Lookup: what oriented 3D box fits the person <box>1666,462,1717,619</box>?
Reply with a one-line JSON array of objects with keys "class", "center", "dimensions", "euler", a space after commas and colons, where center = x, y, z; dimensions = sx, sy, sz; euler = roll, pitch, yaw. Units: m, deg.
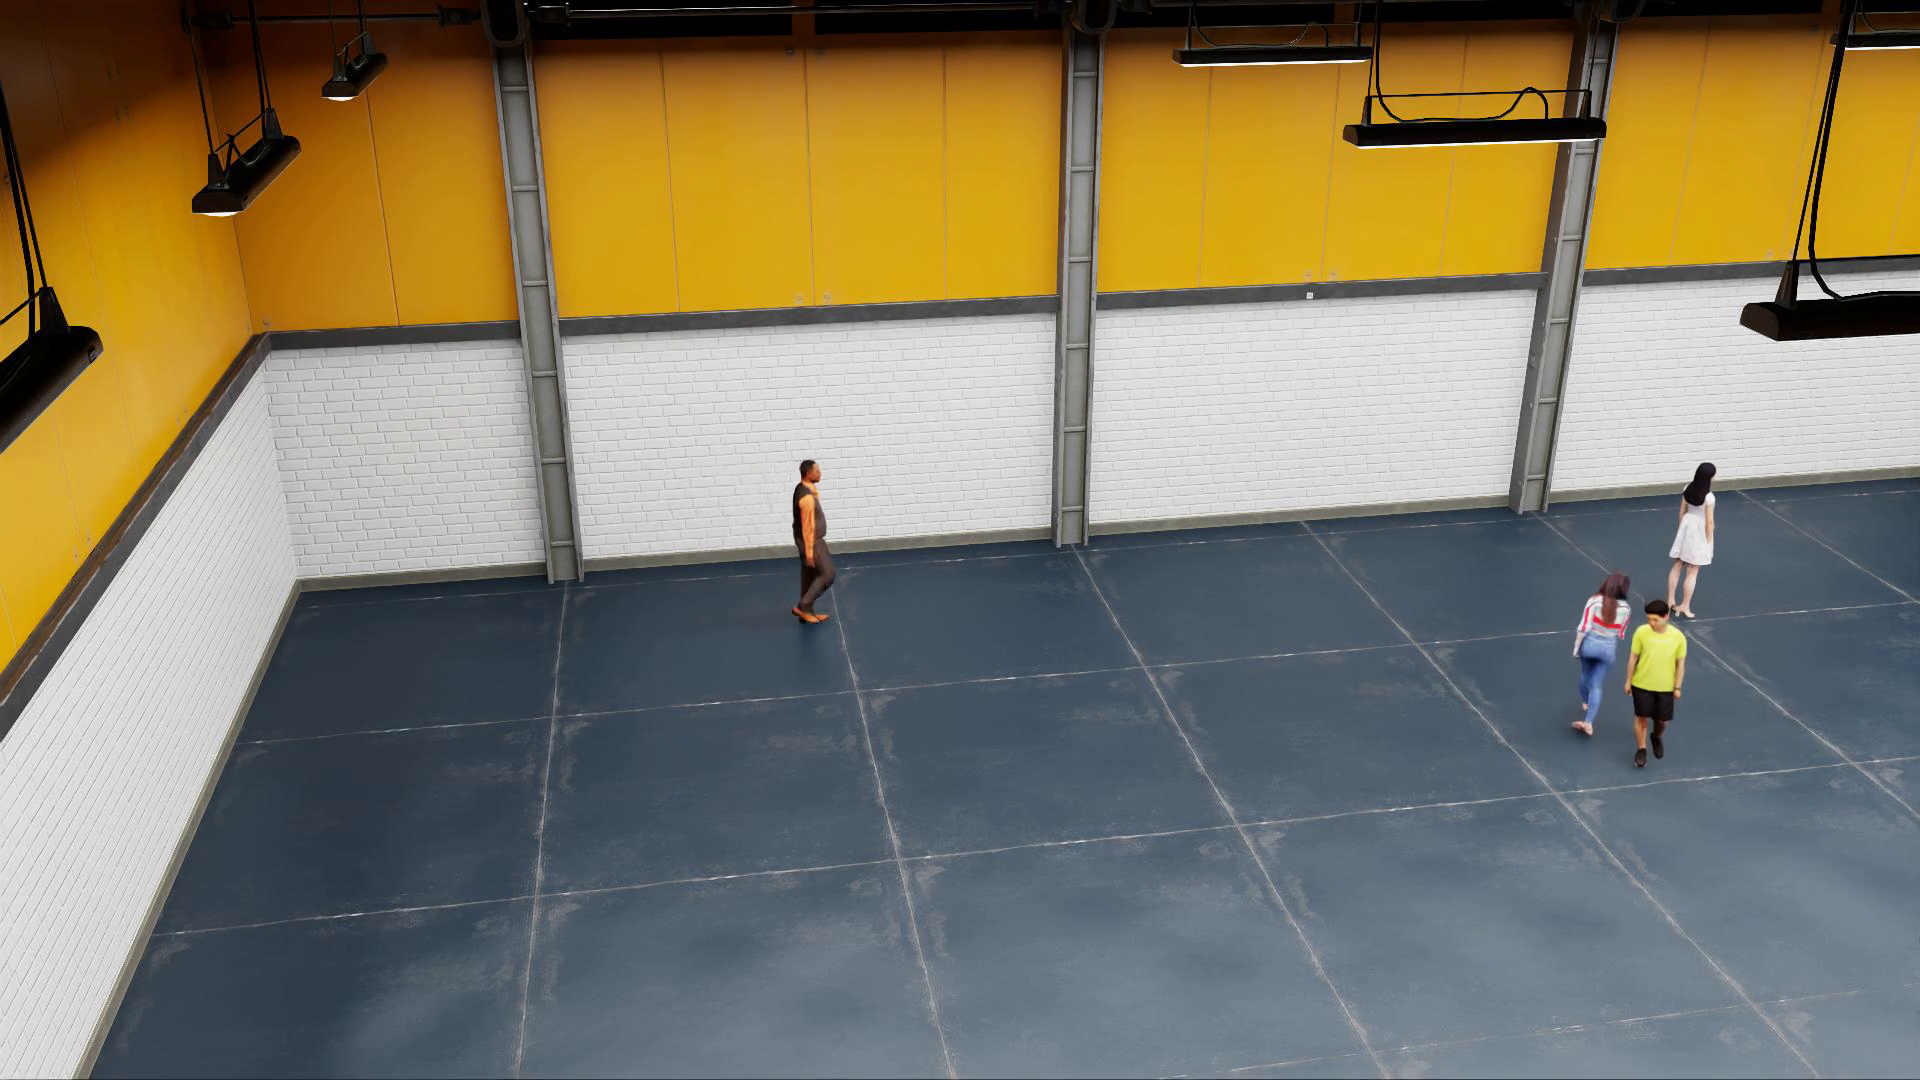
[{"class": "person", "center": [7.976, -0.006, 18.104], "dimensions": [0.711, 1.774, 0.711], "euler": [-10, 26, -22]}]

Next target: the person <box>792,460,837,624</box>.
[{"class": "person", "center": [-1.712, 0.039, 17.848], "dimensions": [0.713, 1.896, 0.697], "euler": [-5, 24, -11]}]

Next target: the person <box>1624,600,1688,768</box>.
[{"class": "person", "center": [6.367, 1.275, 15.298], "dimensions": [0.796, 1.675, 0.863], "euler": [8, 25, 18]}]

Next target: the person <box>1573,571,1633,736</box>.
[{"class": "person", "center": [6.077, 1.089, 15.856], "dimensions": [0.993, 1.568, 0.974], "euler": [6, 24, 13]}]
